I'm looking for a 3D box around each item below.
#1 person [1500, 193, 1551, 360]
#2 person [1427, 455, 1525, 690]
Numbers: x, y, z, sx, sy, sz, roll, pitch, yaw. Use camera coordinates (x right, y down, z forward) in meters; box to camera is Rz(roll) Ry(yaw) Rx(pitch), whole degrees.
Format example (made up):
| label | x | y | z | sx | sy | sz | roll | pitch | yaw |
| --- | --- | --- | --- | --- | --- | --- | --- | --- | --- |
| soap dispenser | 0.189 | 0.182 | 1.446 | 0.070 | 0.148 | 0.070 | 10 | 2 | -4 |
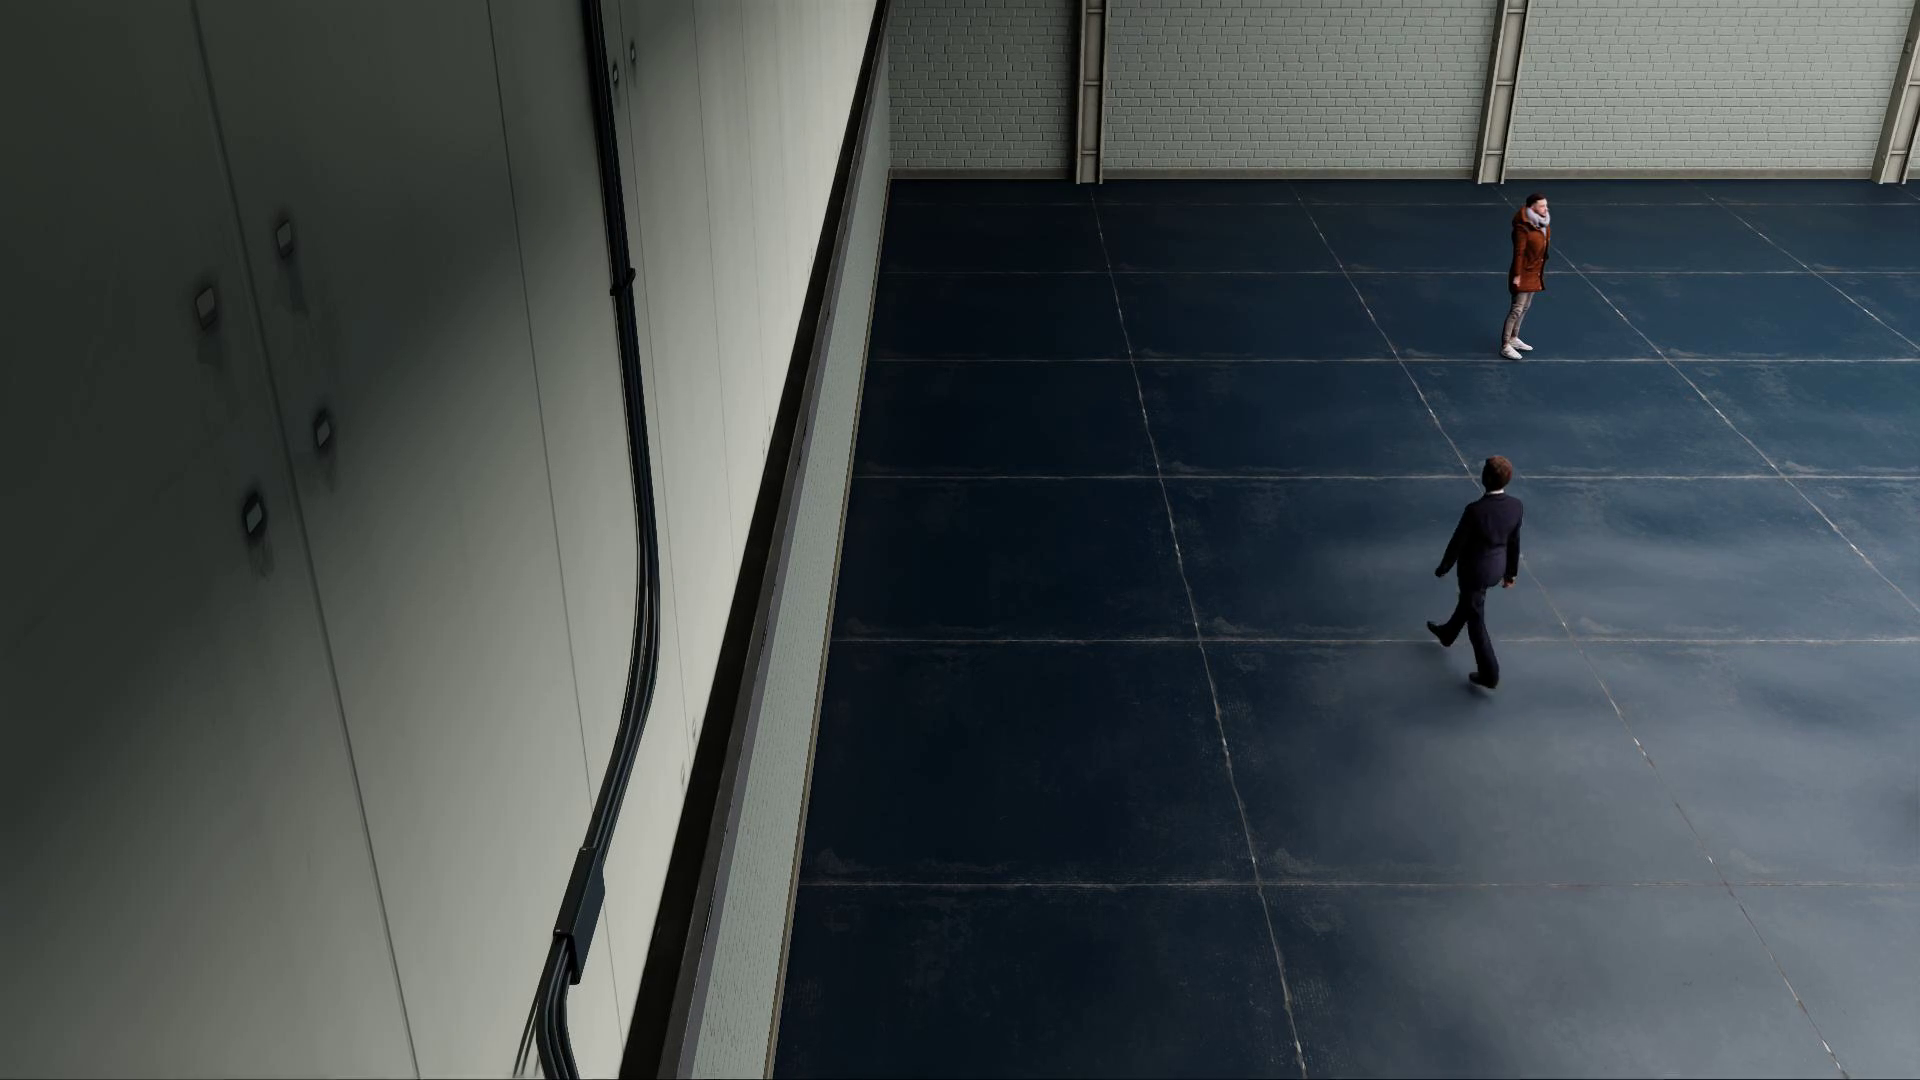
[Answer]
| label | x | y | z | sx | sy | sz | roll | pitch | yaw |
| --- | --- | --- | --- | --- | --- | --- | --- | --- | --- |
| person | 6.252 | -2.939 | 18.408 | 0.907 | 1.838 | 0.860 | 20 | 34 | 32 |
| person | 3.936 | 0.268 | 12.461 | 1.246 | 1.769 | 1.066 | -11 | 30 | -19 |
